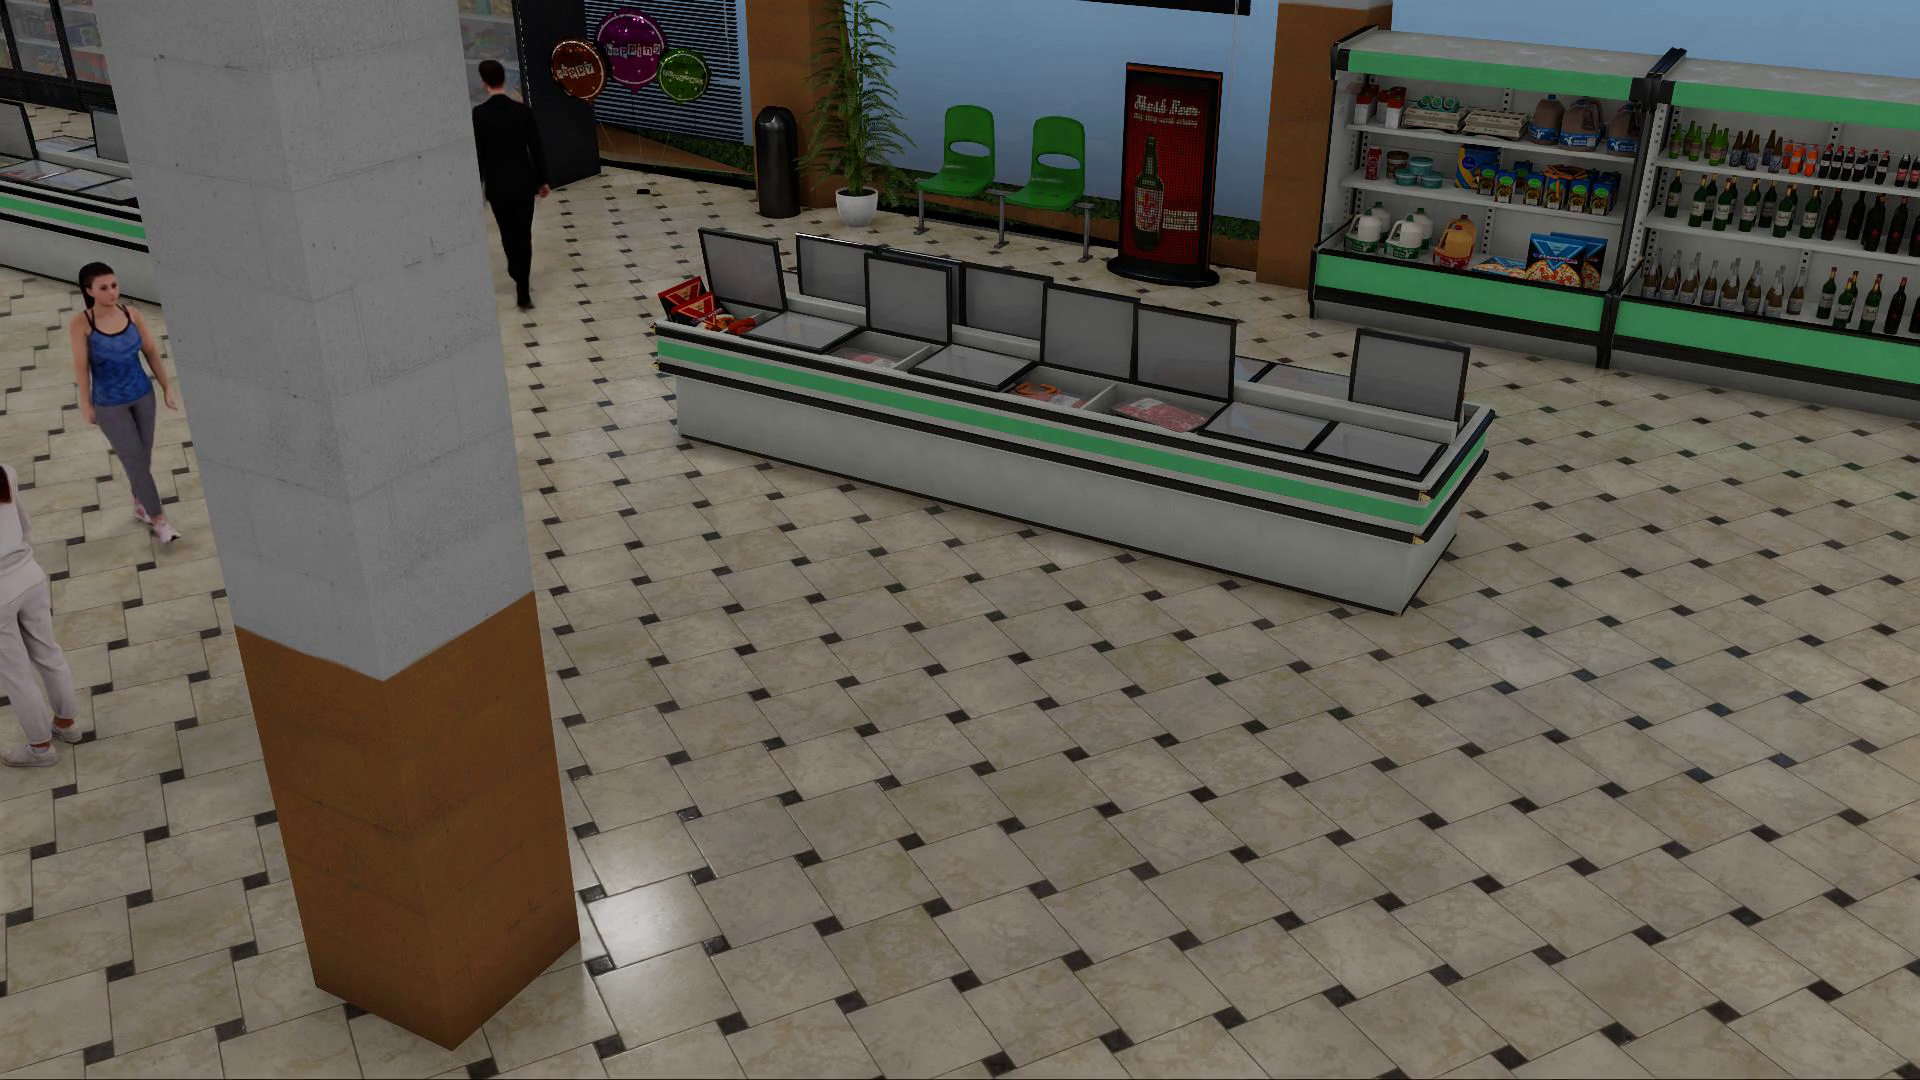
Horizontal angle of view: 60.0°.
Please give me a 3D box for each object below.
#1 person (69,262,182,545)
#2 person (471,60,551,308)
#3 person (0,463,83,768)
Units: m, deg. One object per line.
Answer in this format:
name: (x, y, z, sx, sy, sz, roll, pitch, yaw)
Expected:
person: (-4.744, -0.794, 9.372, 0.900, 1.587, 0.666, 20, 33, 33)
person: (-3.472, -2.704, 12.866, 1.152, 1.833, 1.229, -8, 28, -15)
person: (-4.184, 0.215, 7.271, 0.647, 1.689, 0.666, 5, 27, 10)
